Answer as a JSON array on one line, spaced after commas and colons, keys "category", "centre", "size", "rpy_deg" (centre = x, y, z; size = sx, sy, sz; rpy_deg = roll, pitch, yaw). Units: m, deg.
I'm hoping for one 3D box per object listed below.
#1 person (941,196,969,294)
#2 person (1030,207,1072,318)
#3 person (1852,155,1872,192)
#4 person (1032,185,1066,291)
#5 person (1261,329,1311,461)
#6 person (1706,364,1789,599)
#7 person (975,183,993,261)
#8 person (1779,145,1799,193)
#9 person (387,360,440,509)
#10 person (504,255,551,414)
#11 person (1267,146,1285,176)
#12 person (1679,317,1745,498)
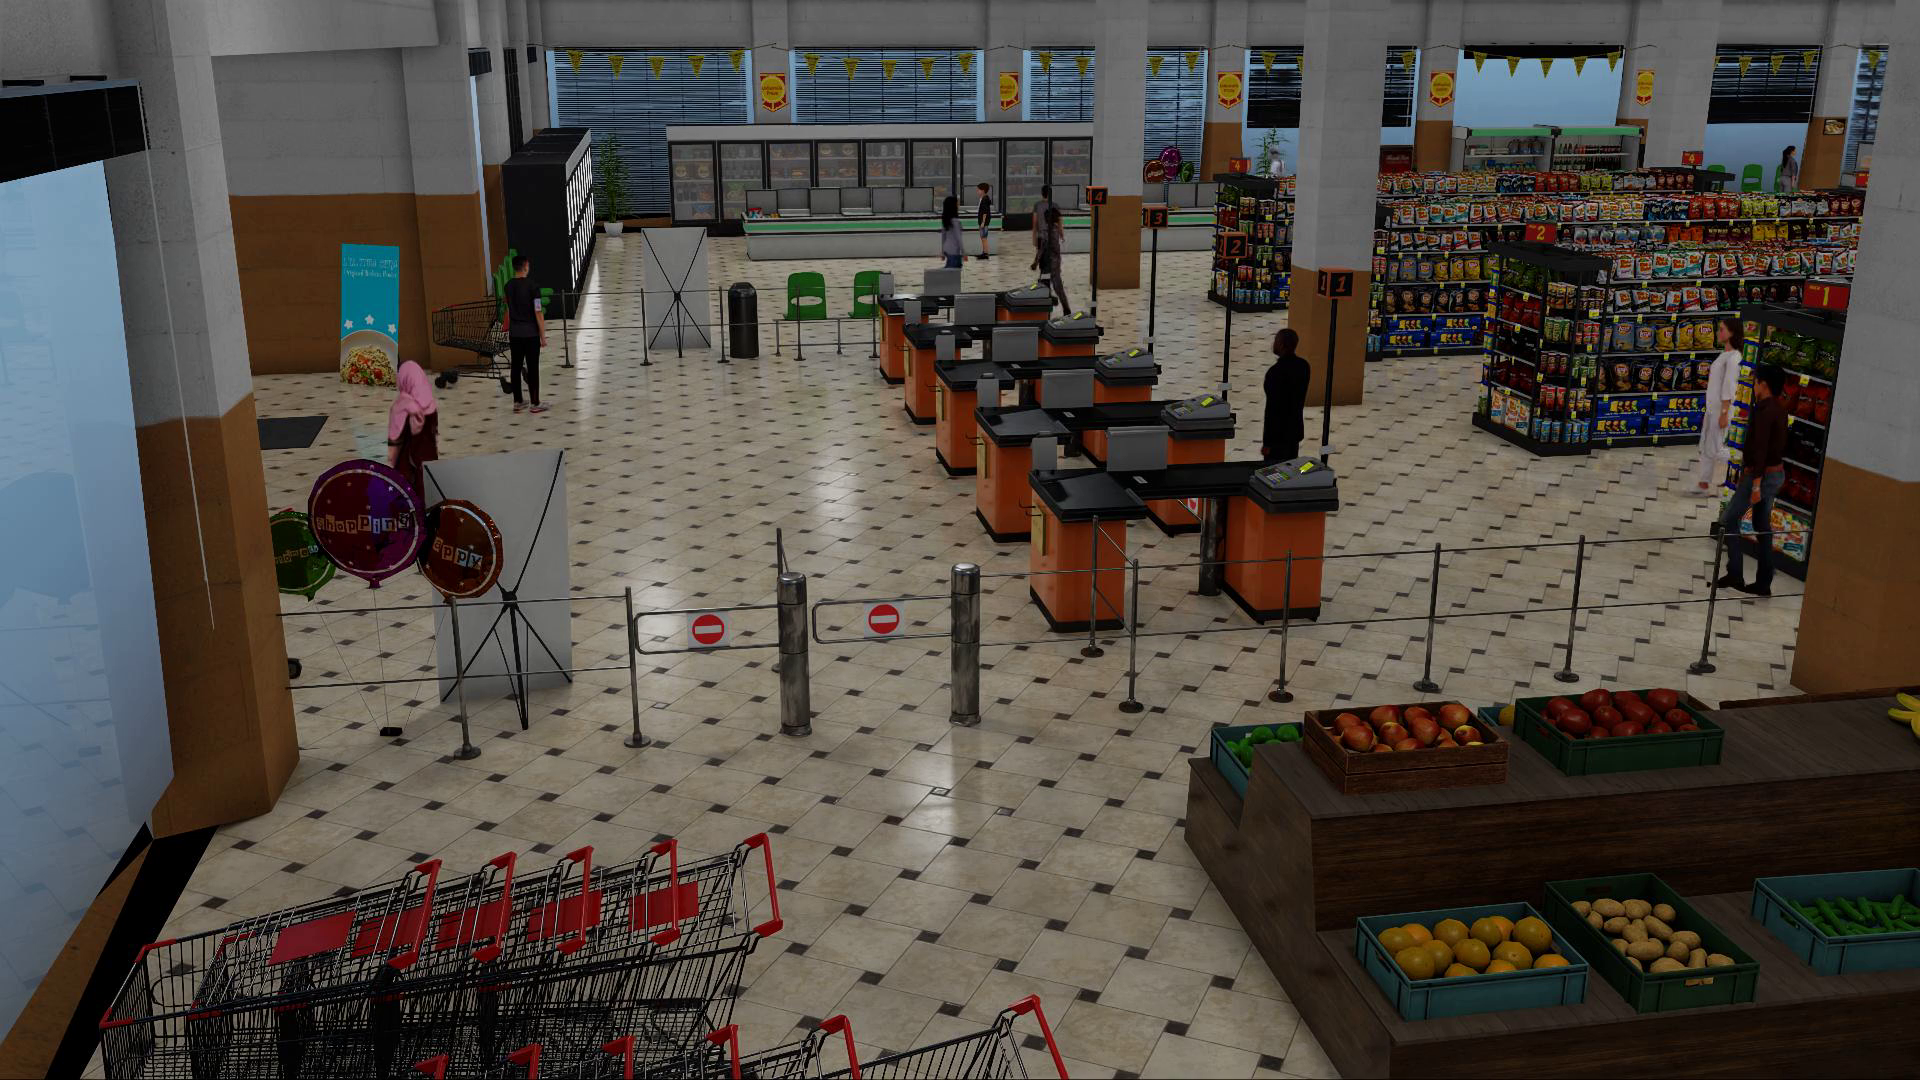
[{"category": "person", "centre": [-0.220, -4.462, 25.911], "size": [0.889, 1.714, 0.694], "rpy_deg": [-5, 18, -17]}, {"category": "person", "centre": [1.438, -4.020, 24.539], "size": [1.148, 1.666, 0.939], "rpy_deg": [7, 18, 21]}, {"category": "person", "centre": [18.910, -7.151, 34.841], "size": [1.152, 1.671, 0.997], "rpy_deg": [4, 17, 14]}, {"category": "person", "centre": [1.424, -4.994, 27.655], "size": [1.118, 1.719, 1.060], "rpy_deg": [7, 18, 22]}, {"category": "person", "centre": [2.698, -0.860, 13.871], "size": [0.847, 1.817, 0.762], "rpy_deg": [14, 22, 39]}, {"category": "person", "centre": [6.127, -0.413, 12.507], "size": [0.874, 1.754, 0.805], "rpy_deg": [12, 21, 35]}, {"category": "person", "centre": [0.449, -6.067, 31.658], "size": [0.540, 1.447, 0.552], "rpy_deg": [-1, 17, -4]}, {"category": "person", "centre": [19.232, -8.328, 38.704], "size": [0.571, 1.678, 0.604], "rpy_deg": [-3, 17, -9]}, {"category": "person", "centre": [-4.359, -0.625, 13.453], "size": [1.111, 1.611, 0.977], "rpy_deg": [8, 19, 24]}, {"category": "person", "centre": [-4.939, -2.336, 18.824], "size": [0.656, 1.763, 0.767], "rpy_deg": [6, 18, 20]}, {"category": "person", "centre": [6.603, -7.205, 34.605], "size": [1.023, 1.911, 0.925], "rpy_deg": [7, 18, 21]}, {"category": "person", "centre": [7.015, -1.180, 15.172], "size": [0.964, 1.674, 0.792], "rpy_deg": [3, 17, 11]}]
